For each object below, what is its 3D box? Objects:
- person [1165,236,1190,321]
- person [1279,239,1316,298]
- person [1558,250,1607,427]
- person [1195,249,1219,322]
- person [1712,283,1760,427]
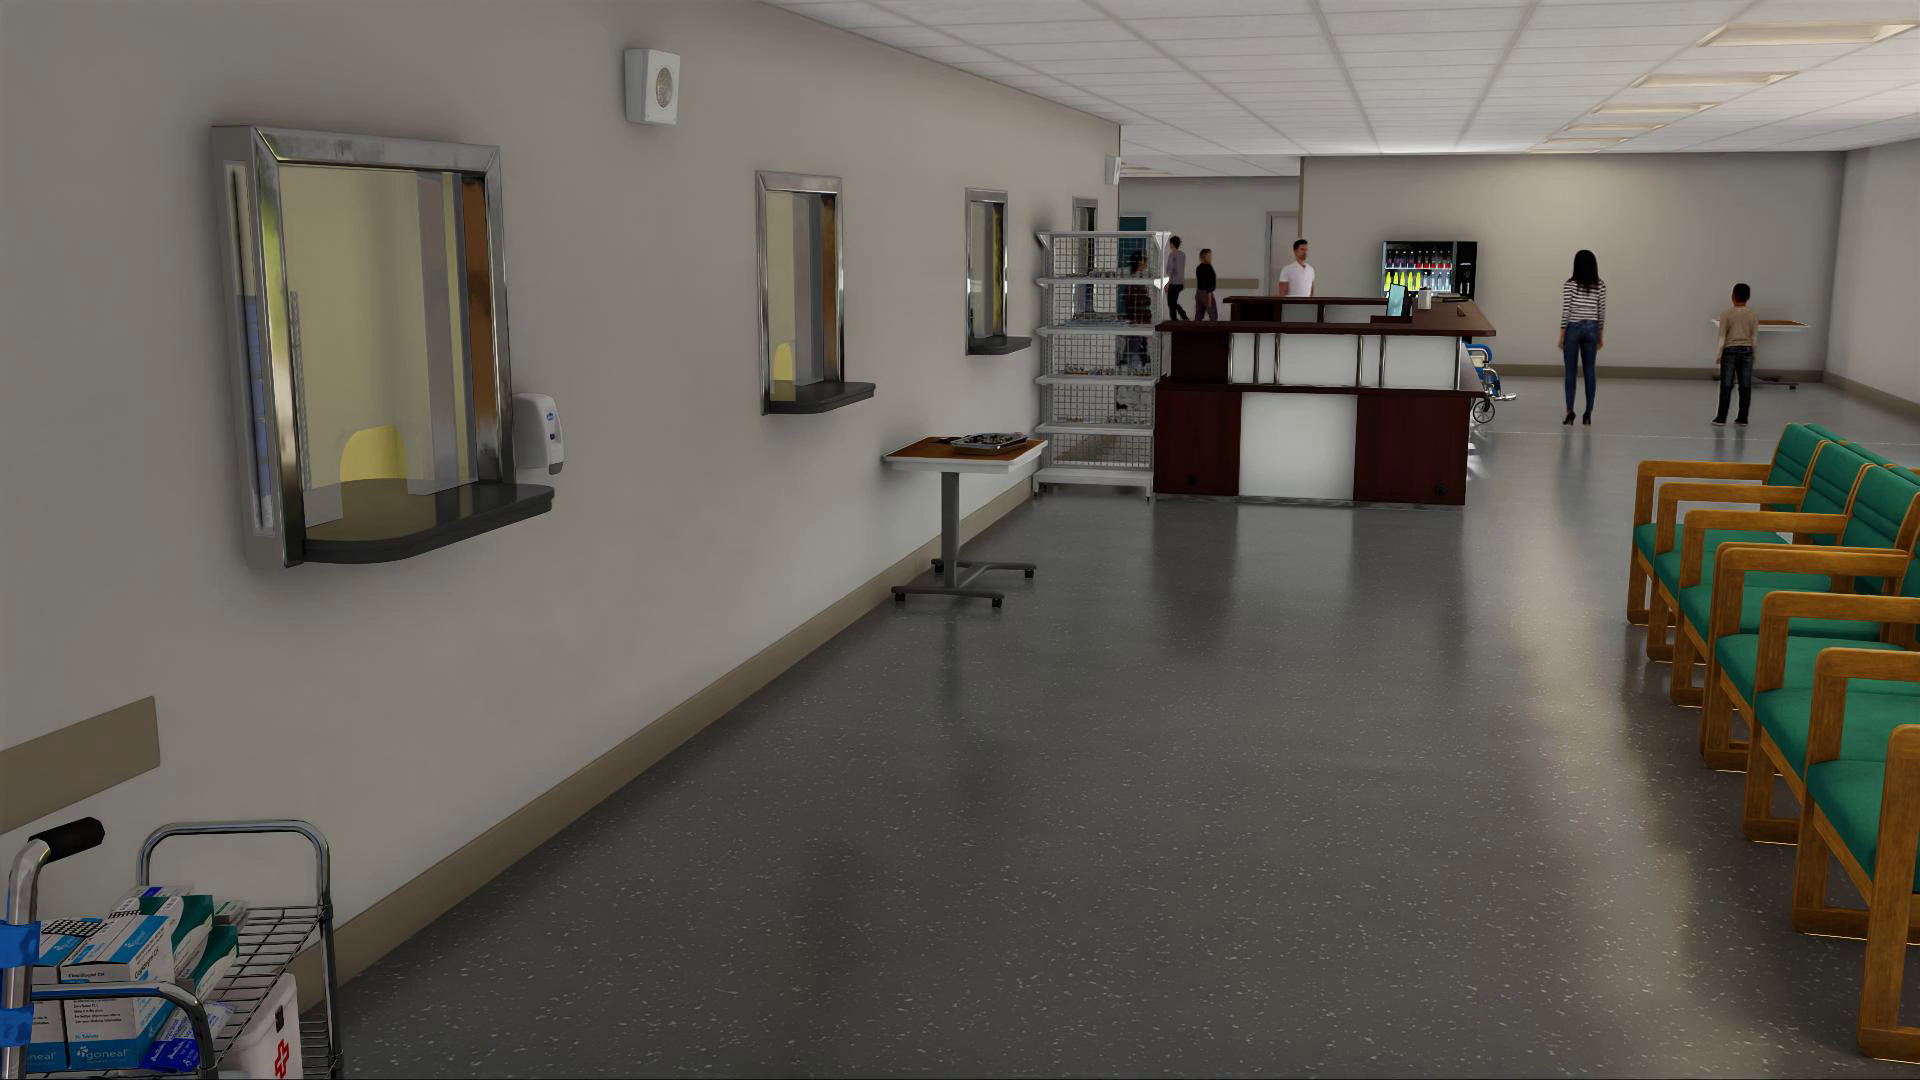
[{"bbox_3d":[4.213,-4.909,31.961,0.863,1.834,0.815,8,13,36],"label":"person"},{"bbox_3d":[4.401,-3.014,21.923,0.853,1.853,0.916,-5,12,-26],"label":"person"},{"bbox_3d":[6.381,-2.075,17.091,0.515,1.794,0.698,1,11,4],"label":"person"},{"bbox_3d":[3.913,-3.883,27.032,0.932,1.655,0.869,-6,12,-27],"label":"person"},{"bbox_3d":[8.012,-1.906,17.135,0.461,1.461,0.603,2,11,10],"label":"person"}]
